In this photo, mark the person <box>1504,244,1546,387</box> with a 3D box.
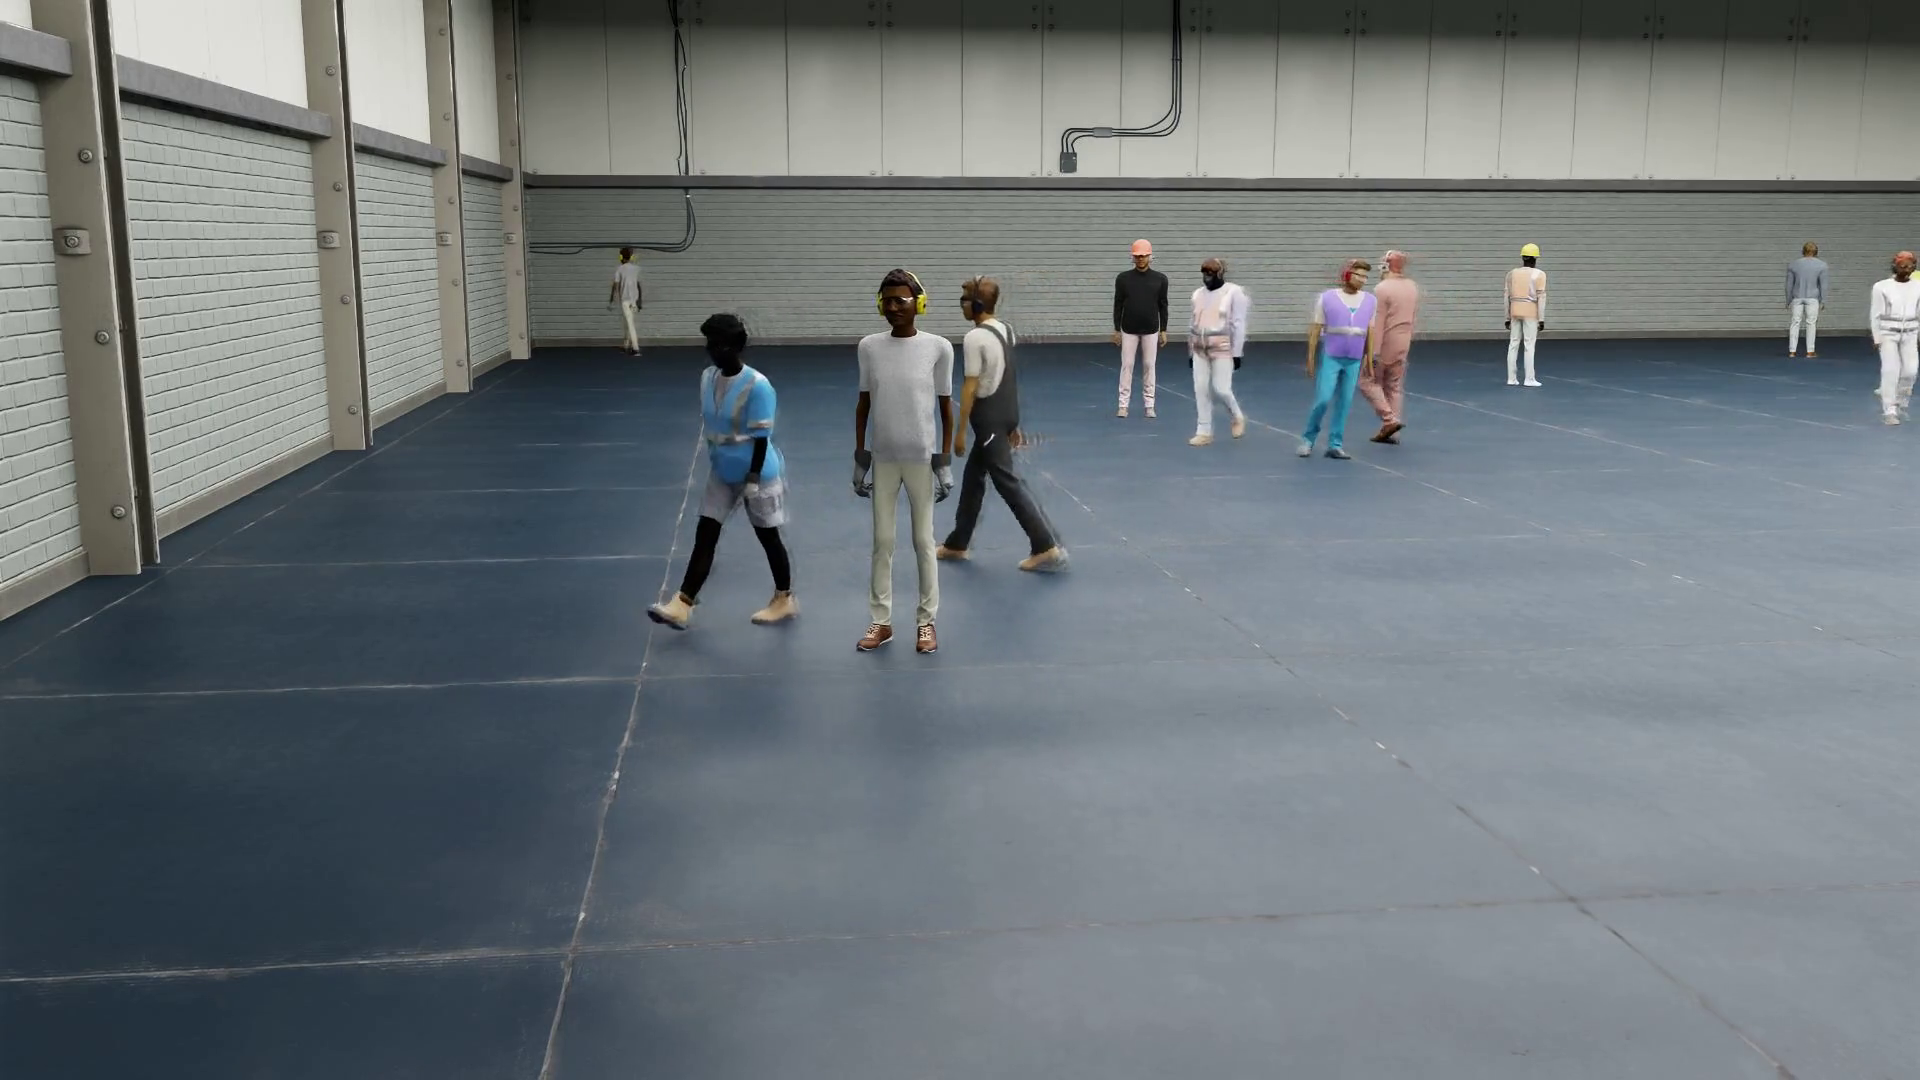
[{"bbox_3d":[7.667,-3.044,22.569,0.384,1.928,0.588,-9,14,-40],"label":"person"}]

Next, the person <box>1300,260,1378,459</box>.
[{"bbox_3d":[3.469,-1.634,15.162,0.626,1.815,0.457,-2,11,-13],"label":"person"}]

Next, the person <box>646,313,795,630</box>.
[{"bbox_3d":[-1.199,-0.326,8.447,0.581,1.629,0.910,9,14,40],"label":"person"}]

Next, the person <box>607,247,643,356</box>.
[{"bbox_3d":[-5.777,-4.076,28.468,0.870,1.832,0.544,9,13,40],"label":"person"}]

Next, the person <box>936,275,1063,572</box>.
[{"bbox_3d":[0.226,-0.705,10.129,0.965,1.803,0.524,5,11,25],"label":"person"}]

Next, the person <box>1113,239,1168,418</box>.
[{"bbox_3d":[2.026,-2.364,18.653,0.613,1.995,0.391,1,10,6],"label":"person"}]

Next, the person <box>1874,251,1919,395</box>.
[{"bbox_3d":[12.051,-2.774,21.332,0.635,1.840,0.429,-5,11,-24],"label":"person"}]

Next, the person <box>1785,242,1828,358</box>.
[{"bbox_3d":[14.223,-4.037,27.982,0.630,1.938,0.366,8,13,36],"label":"person"}]

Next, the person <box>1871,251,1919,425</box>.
[{"bbox_3d":[10.083,-2.157,17.864,0.595,1.867,0.424,2,11,13],"label":"person"}]

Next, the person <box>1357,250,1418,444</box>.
[{"bbox_3d":[4.162,-1.872,16.236,0.674,1.889,0.434,-9,13,-40],"label":"person"}]

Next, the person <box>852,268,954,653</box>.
[{"bbox_3d":[-0.280,-0.377,8.122,0.514,1.867,0.328,2,11,11],"label":"person"}]

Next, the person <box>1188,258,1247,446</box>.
[{"bbox_3d":[2.503,-1.827,16.185,0.642,1.824,0.542,10,14,42],"label":"person"}]
